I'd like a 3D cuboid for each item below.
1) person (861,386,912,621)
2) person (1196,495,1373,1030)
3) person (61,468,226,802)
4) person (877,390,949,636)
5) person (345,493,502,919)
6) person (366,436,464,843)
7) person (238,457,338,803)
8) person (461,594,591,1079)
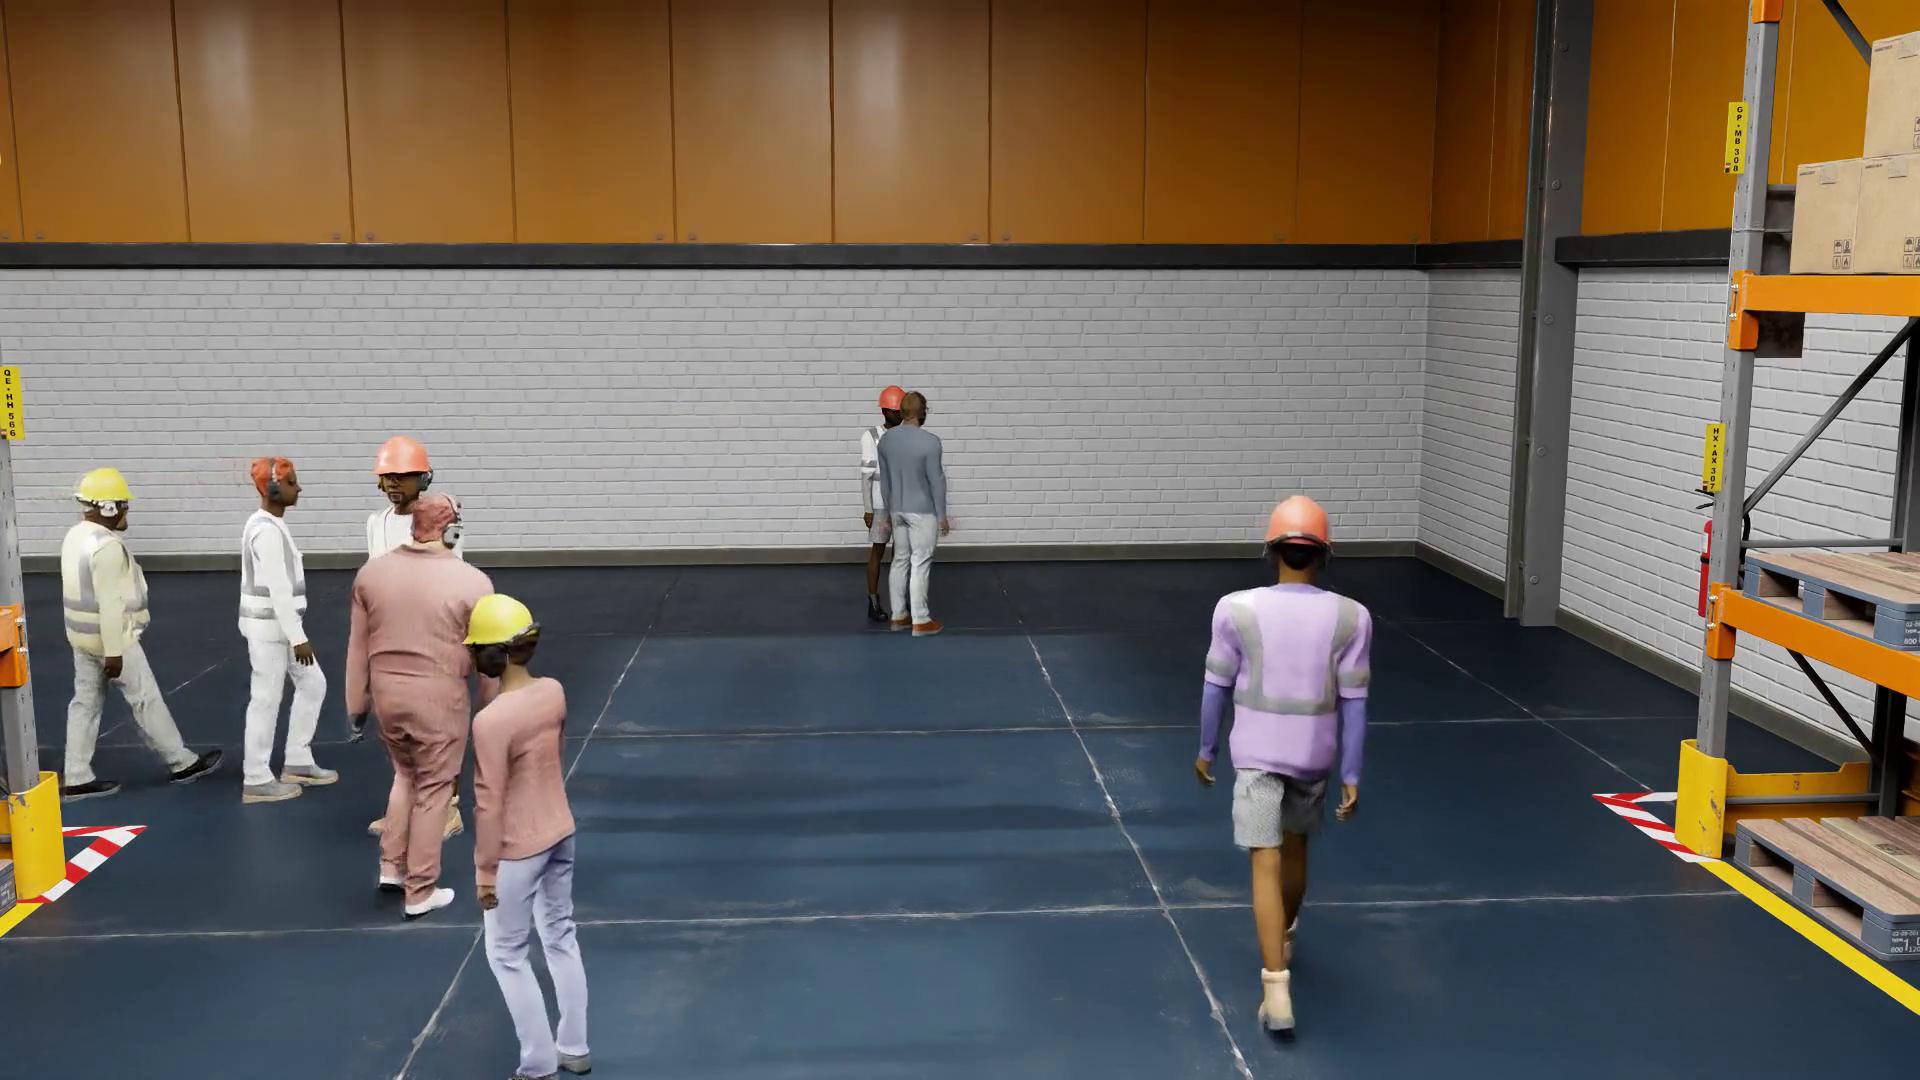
[{"bbox_3d":[-0.547,-0.304,13.691,0.552,1.935,0.374,-7,11,-36],"label":"person"},{"bbox_3d":[1.255,0.826,6.444,0.631,1.999,1.040,0,9,1],"label":"person"},{"bbox_3d":[-4.540,0.502,9.075,0.605,1.788,0.817,8,12,42],"label":"person"},{"bbox_3d":[-0.364,-0.211,13.107,0.637,1.937,0.383,8,12,42],"label":"person"},{"bbox_3d":[-2.356,0.731,7.385,0.670,1.878,0.498,2,9,15],"label":"person"},{"bbox_3d":[-2.739,0.501,8.292,0.614,2.046,0.362,5,10,28],"label":"person"},{"bbox_3d":[-3.618,0.484,8.950,0.642,1.862,0.572,-3,10,-19],"label":"person"},{"bbox_3d":[-1.523,1.053,5.753,0.361,1.754,0.535,3,10,20],"label":"person"}]
